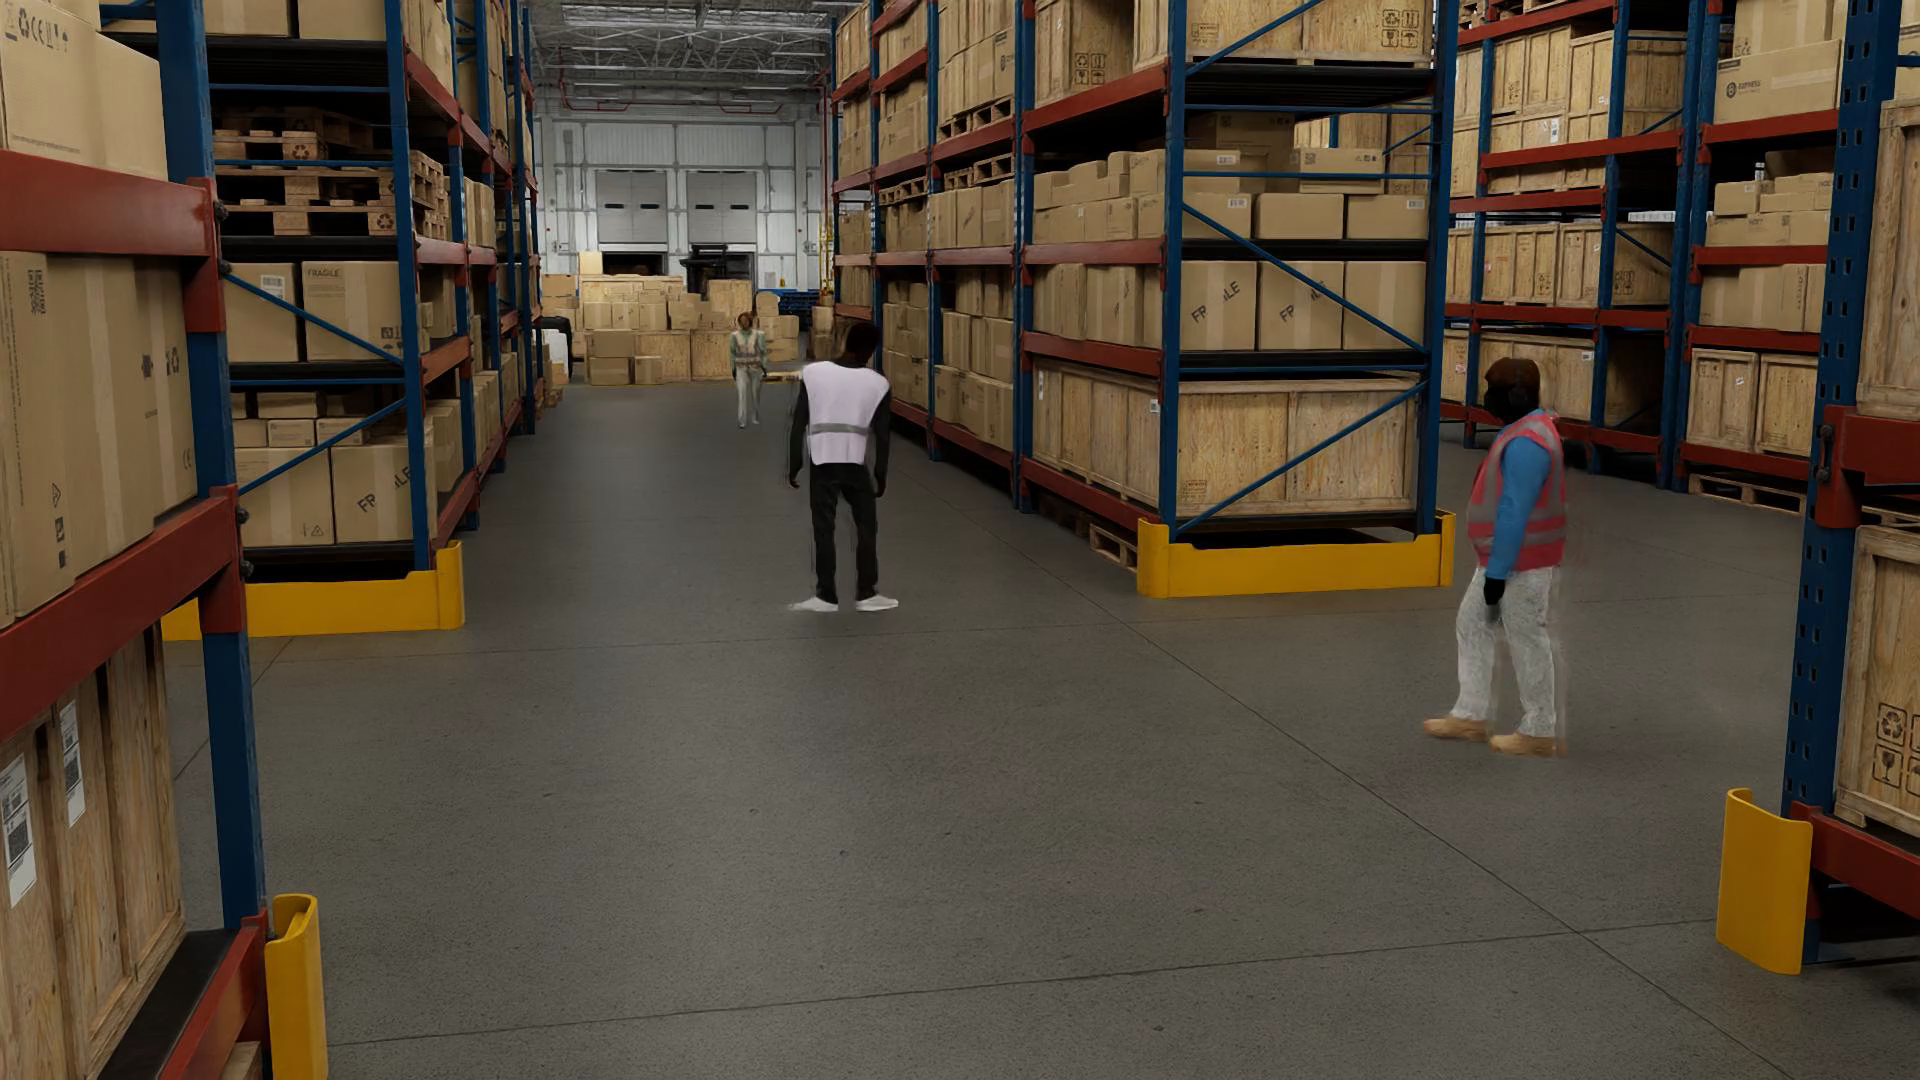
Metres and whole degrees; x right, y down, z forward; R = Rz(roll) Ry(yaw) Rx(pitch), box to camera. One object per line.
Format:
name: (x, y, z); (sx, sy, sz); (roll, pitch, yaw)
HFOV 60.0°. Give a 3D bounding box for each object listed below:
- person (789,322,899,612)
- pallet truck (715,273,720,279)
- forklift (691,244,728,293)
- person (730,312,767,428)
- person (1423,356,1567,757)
person: (-0.762, -0.451, 10.665); (0.687, 1.875, 0.375); (-1, 9, -9)
pallet truck: (-8.580, -8.986, 62.280); (1.885, 1.965, 0.823); (1, 9, 5)
forklift: (-6.687, -6.532, 44.641); (1.129, 2.768, 1.873); (1, 9, 8)
person: (-2.955, -2.389, 23.267); (0.515, 1.605, 0.827); (-1, 9, -3)
person: (2.410, 0.082, 7.549); (0.736, 1.815, 0.661); (3, 10, 17)
